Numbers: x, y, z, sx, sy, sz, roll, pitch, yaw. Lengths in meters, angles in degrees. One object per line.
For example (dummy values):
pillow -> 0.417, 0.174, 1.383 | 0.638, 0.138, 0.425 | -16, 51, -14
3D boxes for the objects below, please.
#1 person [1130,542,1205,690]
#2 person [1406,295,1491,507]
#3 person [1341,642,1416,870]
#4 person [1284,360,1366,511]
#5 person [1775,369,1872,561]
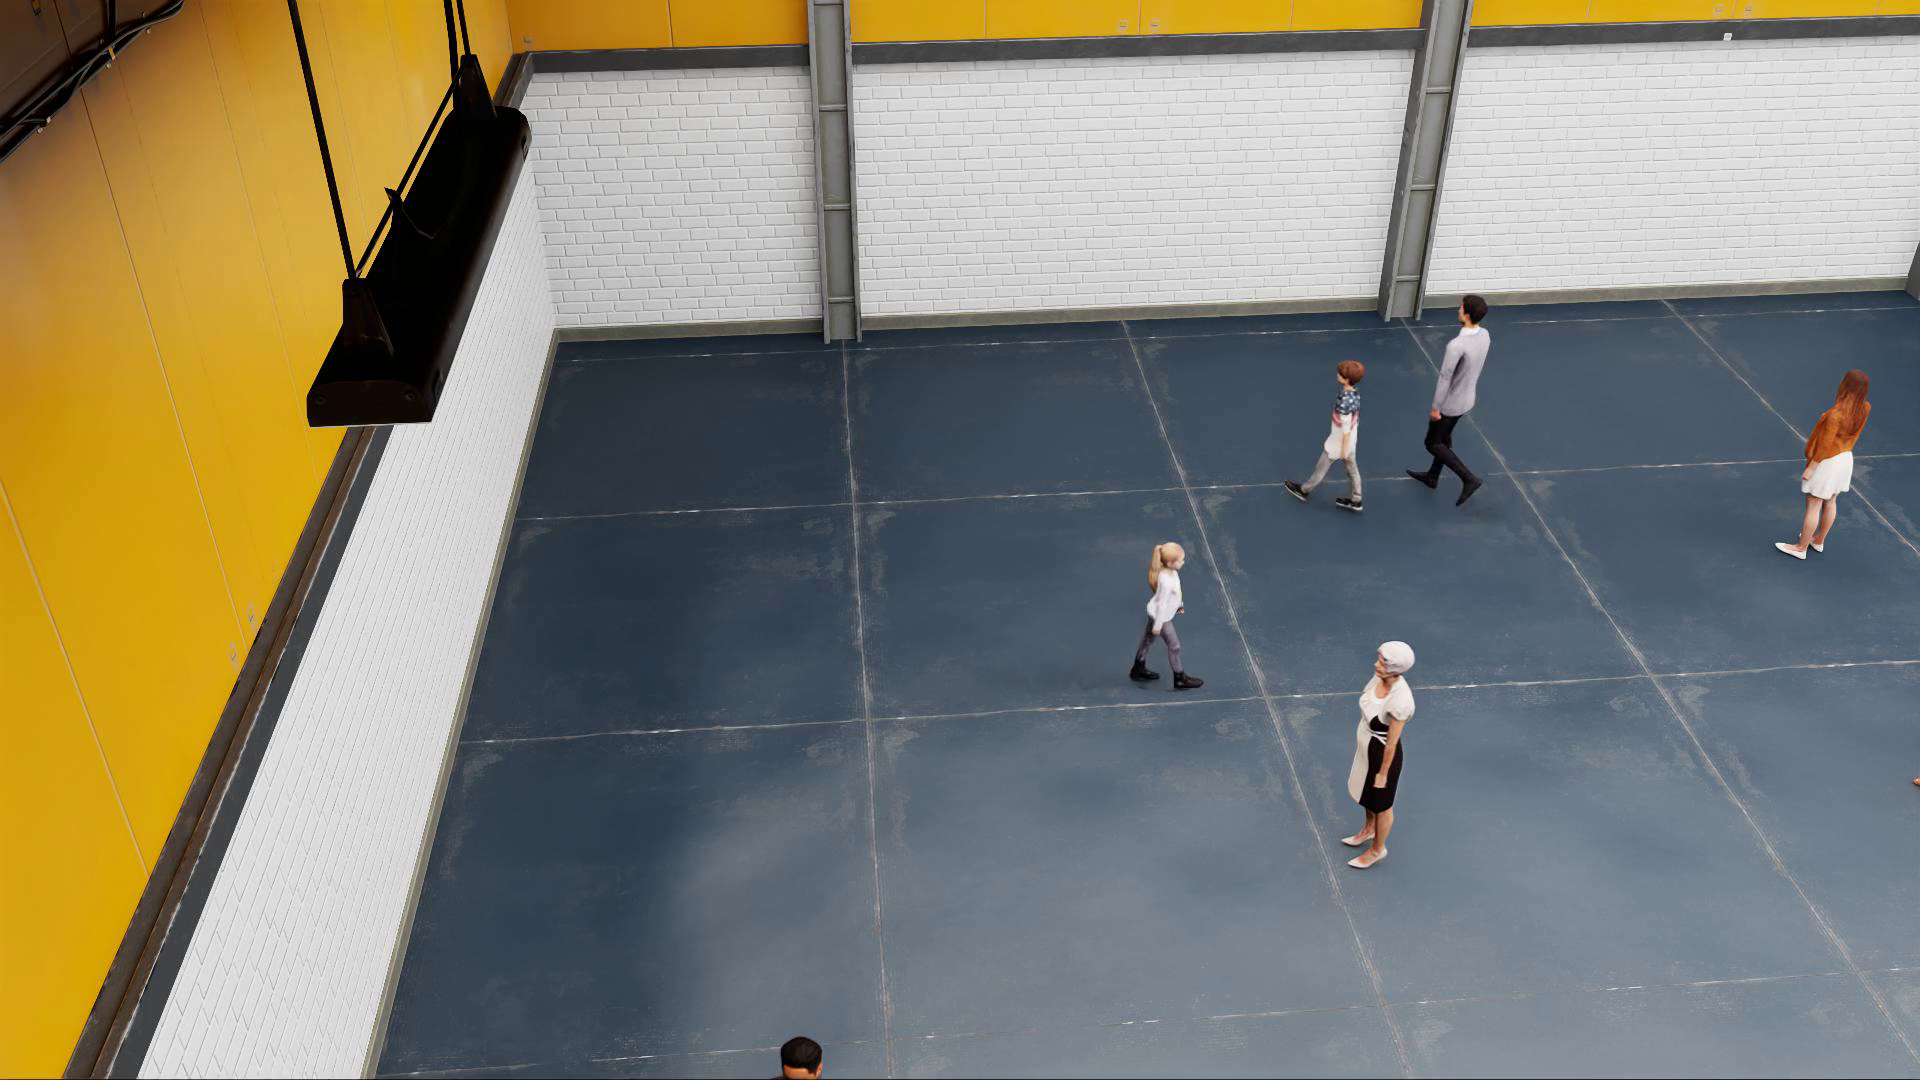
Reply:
person -> 1.423, 0.551, 12.334 | 0.785, 1.257, 0.545 | 0, 34, 0
person -> 4.330, -1.183, 14.360 | 1.160, 1.903, 1.119 | 29, 43, 36
person -> 2.707, 1.379, 10.643 | 0.510, 1.751, 0.586 | -3, 34, -5
person -> 3.371, -0.867, 14.337 | 0.993, 1.402, 0.846 | 17, 37, 24
person -> 7.174, -0.627, 13.686 | 0.631, 1.724, 0.750 | -16, 37, -23
